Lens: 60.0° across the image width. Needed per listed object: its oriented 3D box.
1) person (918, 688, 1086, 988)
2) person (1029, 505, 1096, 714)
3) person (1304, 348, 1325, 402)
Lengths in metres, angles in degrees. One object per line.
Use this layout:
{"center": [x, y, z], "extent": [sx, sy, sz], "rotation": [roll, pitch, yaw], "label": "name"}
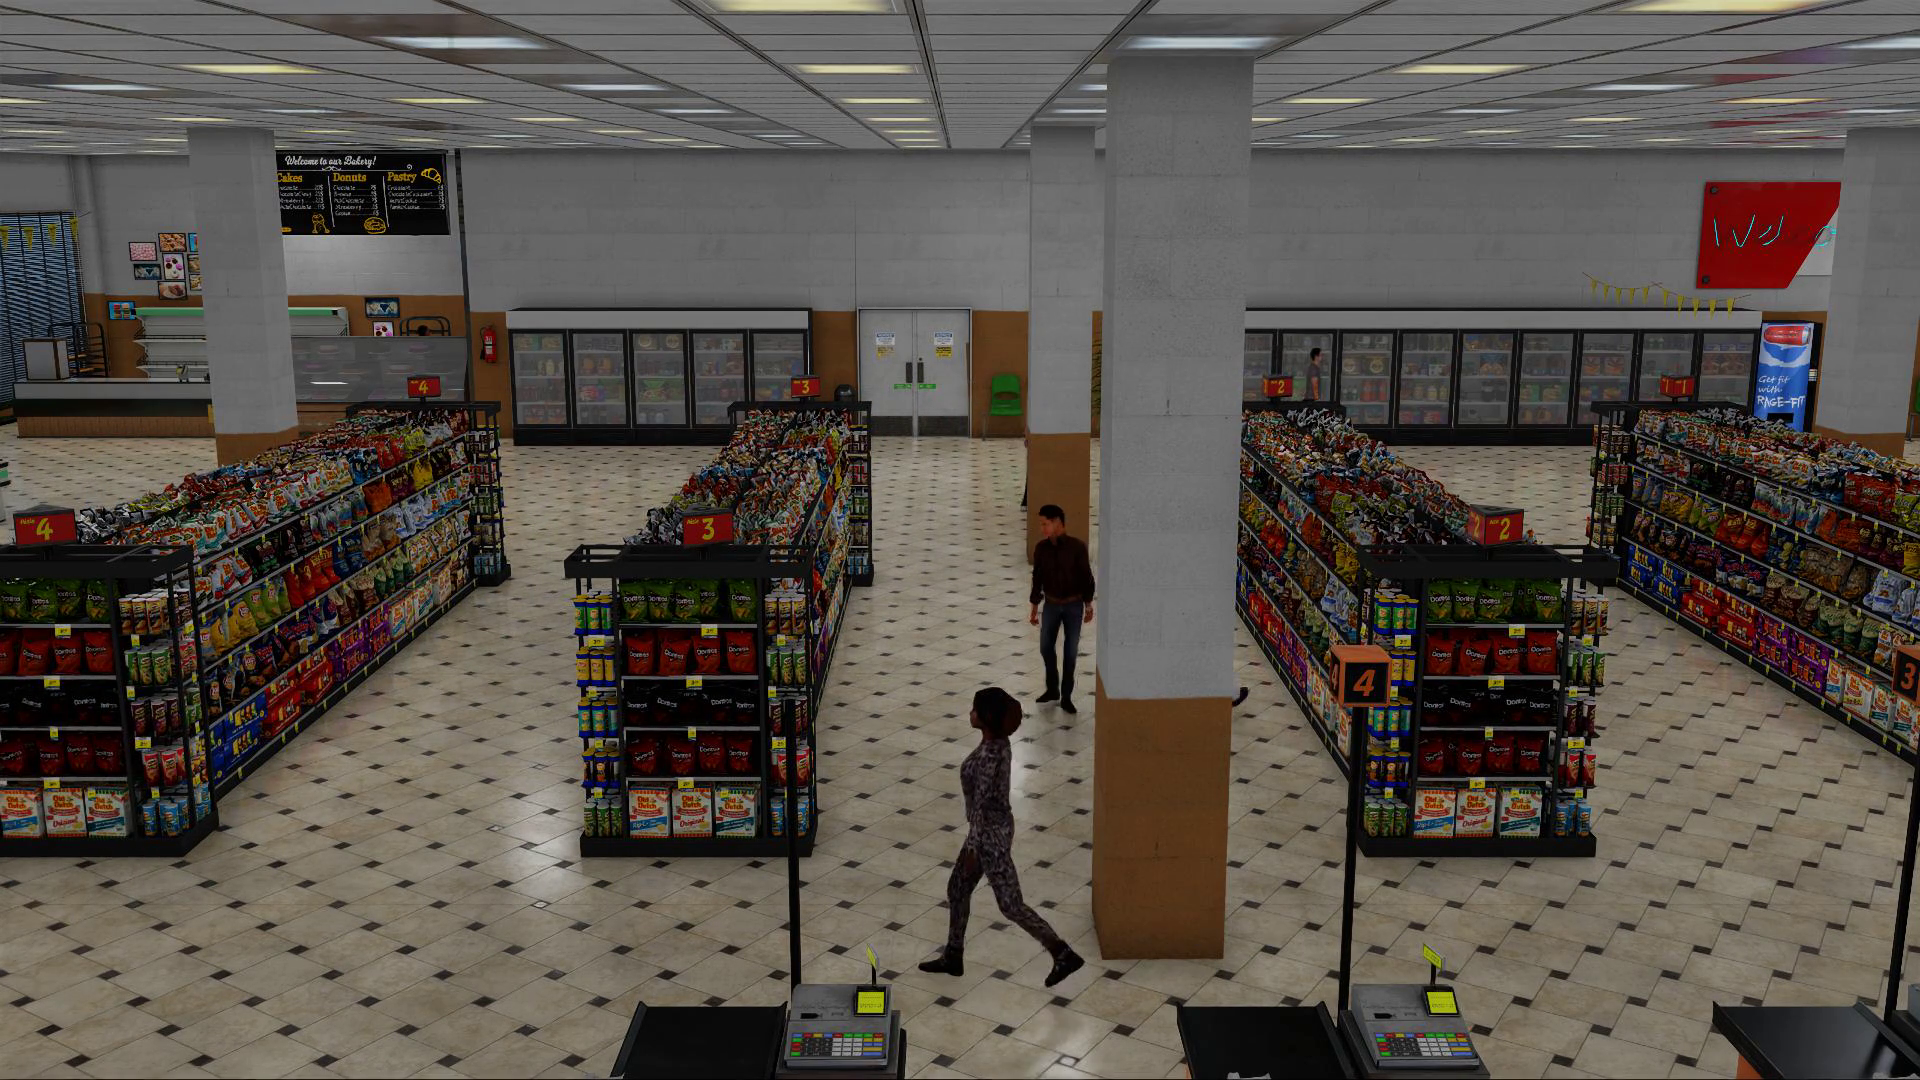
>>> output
{"center": [0.259, 1.650, 8.990], "extent": [0.788, 1.678, 1.136], "rotation": [2, 12, 10], "label": "person"}
{"center": [0.877, 0.572, 13.917], "extent": [0.756, 1.755, 0.682], "rotation": [0, 12, 0], "label": "person"}
{"center": [5.803, -2.327, 27.710], "extent": [0.740, 1.746, 0.600], "rotation": [2, 12, 8], "label": "person"}
